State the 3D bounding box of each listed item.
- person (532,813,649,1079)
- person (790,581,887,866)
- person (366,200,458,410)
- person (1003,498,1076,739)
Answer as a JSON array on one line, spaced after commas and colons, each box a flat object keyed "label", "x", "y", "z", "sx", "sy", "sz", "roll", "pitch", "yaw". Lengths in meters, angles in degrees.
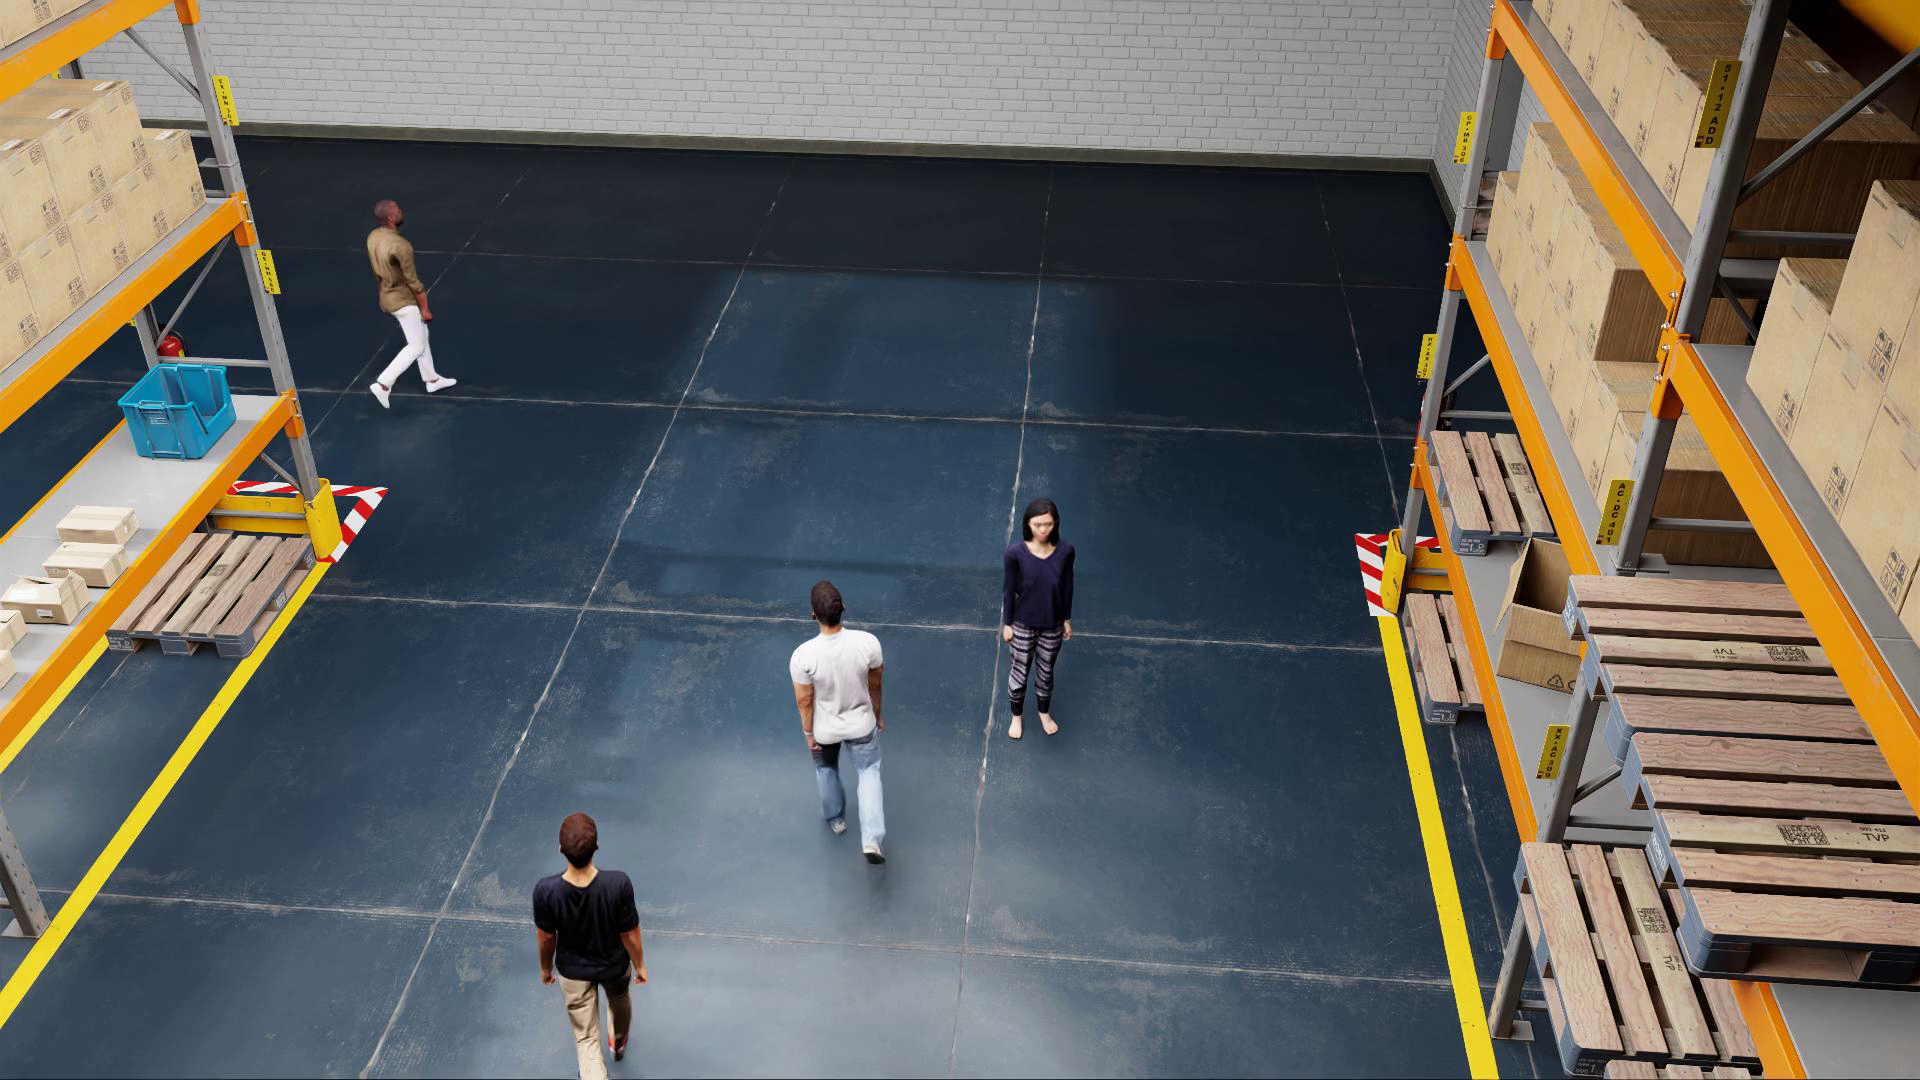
[{"label": "person", "x": -1.736, "y": 2.098, "z": 7.905, "sx": 0.926, "sy": 1.819, "sz": 1.232, "roll": -9, "pitch": 35, "yaw": -13}, {"label": "person", "x": -0.650, "y": 1.078, "z": 9.421, "sx": 0.858, "sy": 1.840, "sz": 1.097, "roll": -5, "pitch": 34, "yaw": -8}, {"label": "person", "x": -4.757, "y": -1.956, "z": 14.025, "sx": 1.173, "sy": 1.796, "sz": 1.096, "roll": -28, "pitch": 42, "yaw": -35}, {"label": "person", "x": 0.482, "y": 0.479, "z": 10.419, "sx": 0.655, "sy": 1.734, "sz": 0.599, "roll": -5, "pitch": 34, "yaw": -8}]
